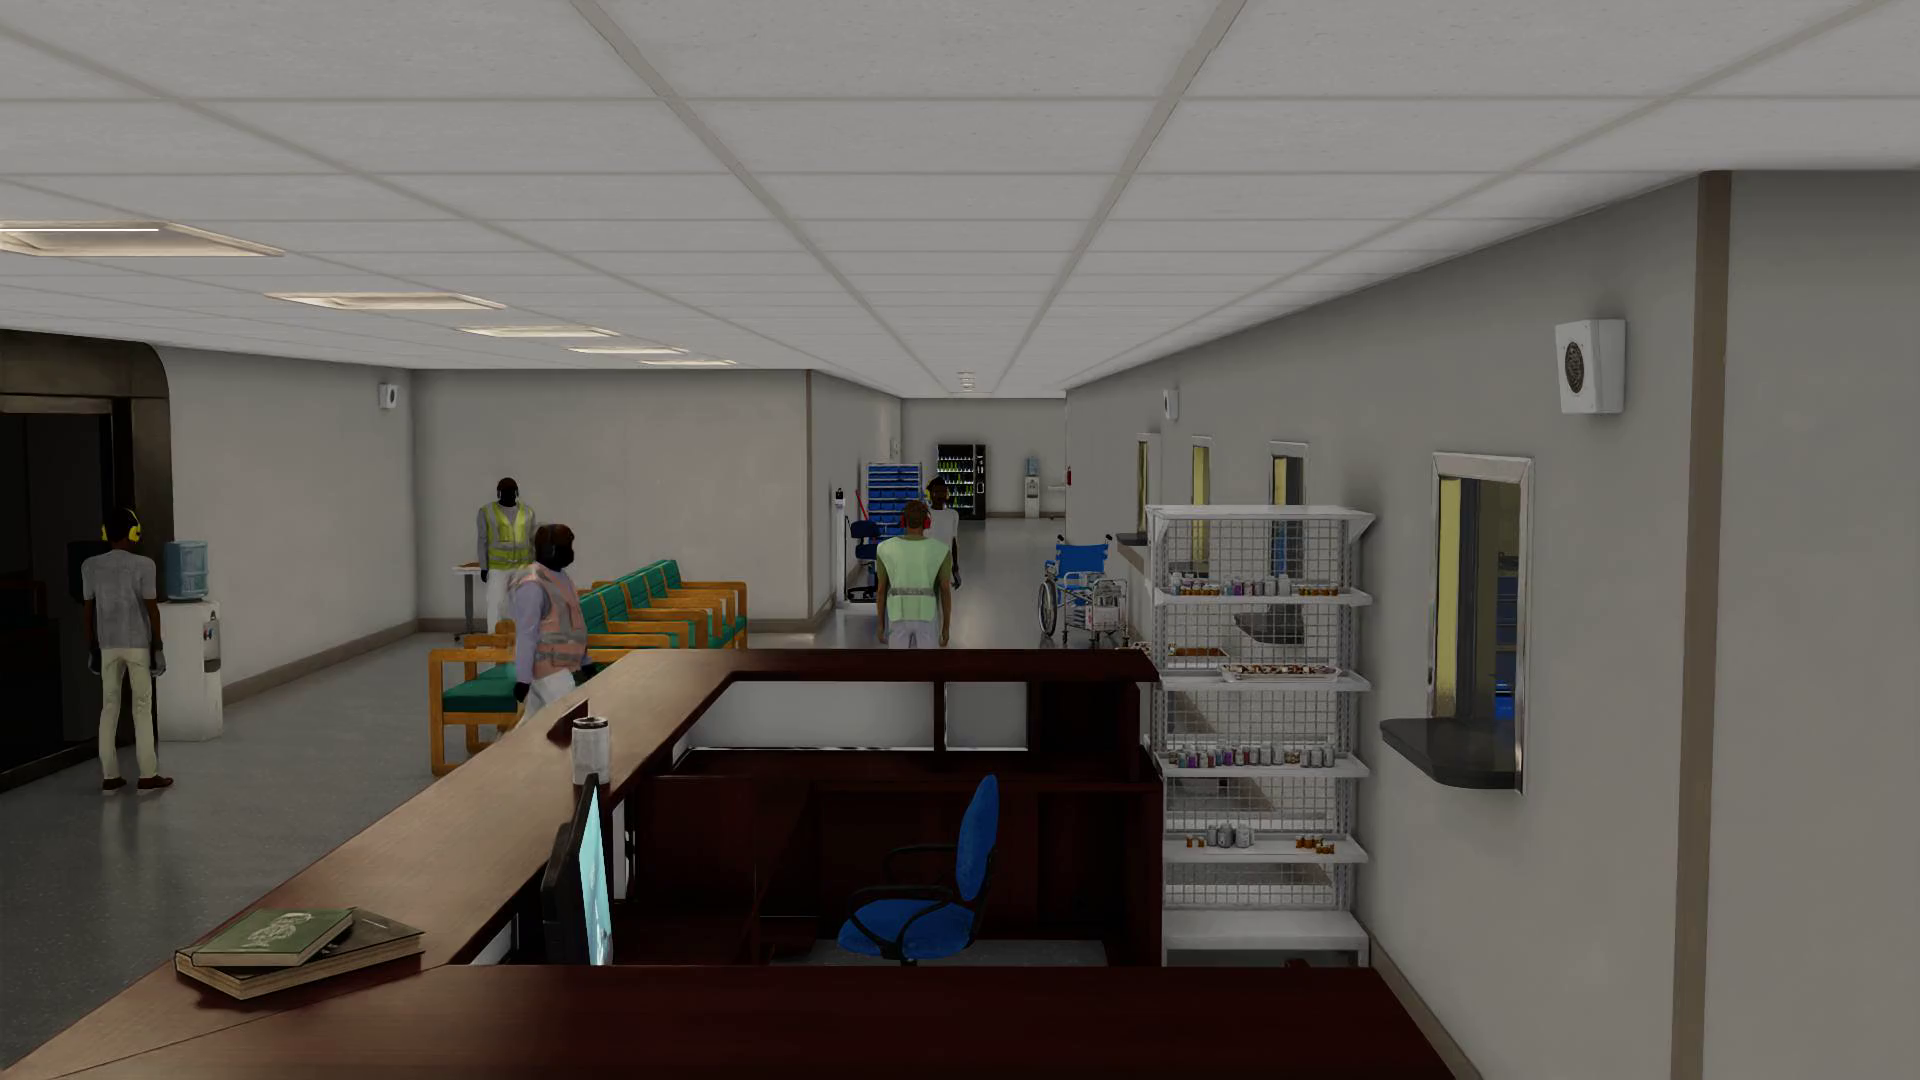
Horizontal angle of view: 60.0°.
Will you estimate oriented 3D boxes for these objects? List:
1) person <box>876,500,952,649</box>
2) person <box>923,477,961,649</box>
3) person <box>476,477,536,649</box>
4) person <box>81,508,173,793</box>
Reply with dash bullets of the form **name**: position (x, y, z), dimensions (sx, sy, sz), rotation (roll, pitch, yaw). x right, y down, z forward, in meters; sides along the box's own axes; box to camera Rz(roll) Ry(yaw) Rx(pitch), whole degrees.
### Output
- **person**: position (-0.343, 0.621, 12.390), dimensions (0.560, 1.839, 0.393), rotation (0, 4, 0)
- **person**: position (-0.225, 0.308, 16.528), dimensions (0.513, 1.872, 0.328), rotation (-2, 5, -28)
- **person**: position (-4.679, 0.272, 17.244), dimensions (0.627, 1.844, 0.429), rotation (-3, 5, -33)
- **person**: position (-5.438, 0.717, 10.855), dimensions (0.513, 1.864, 0.325), rotation (0, 4, -1)
